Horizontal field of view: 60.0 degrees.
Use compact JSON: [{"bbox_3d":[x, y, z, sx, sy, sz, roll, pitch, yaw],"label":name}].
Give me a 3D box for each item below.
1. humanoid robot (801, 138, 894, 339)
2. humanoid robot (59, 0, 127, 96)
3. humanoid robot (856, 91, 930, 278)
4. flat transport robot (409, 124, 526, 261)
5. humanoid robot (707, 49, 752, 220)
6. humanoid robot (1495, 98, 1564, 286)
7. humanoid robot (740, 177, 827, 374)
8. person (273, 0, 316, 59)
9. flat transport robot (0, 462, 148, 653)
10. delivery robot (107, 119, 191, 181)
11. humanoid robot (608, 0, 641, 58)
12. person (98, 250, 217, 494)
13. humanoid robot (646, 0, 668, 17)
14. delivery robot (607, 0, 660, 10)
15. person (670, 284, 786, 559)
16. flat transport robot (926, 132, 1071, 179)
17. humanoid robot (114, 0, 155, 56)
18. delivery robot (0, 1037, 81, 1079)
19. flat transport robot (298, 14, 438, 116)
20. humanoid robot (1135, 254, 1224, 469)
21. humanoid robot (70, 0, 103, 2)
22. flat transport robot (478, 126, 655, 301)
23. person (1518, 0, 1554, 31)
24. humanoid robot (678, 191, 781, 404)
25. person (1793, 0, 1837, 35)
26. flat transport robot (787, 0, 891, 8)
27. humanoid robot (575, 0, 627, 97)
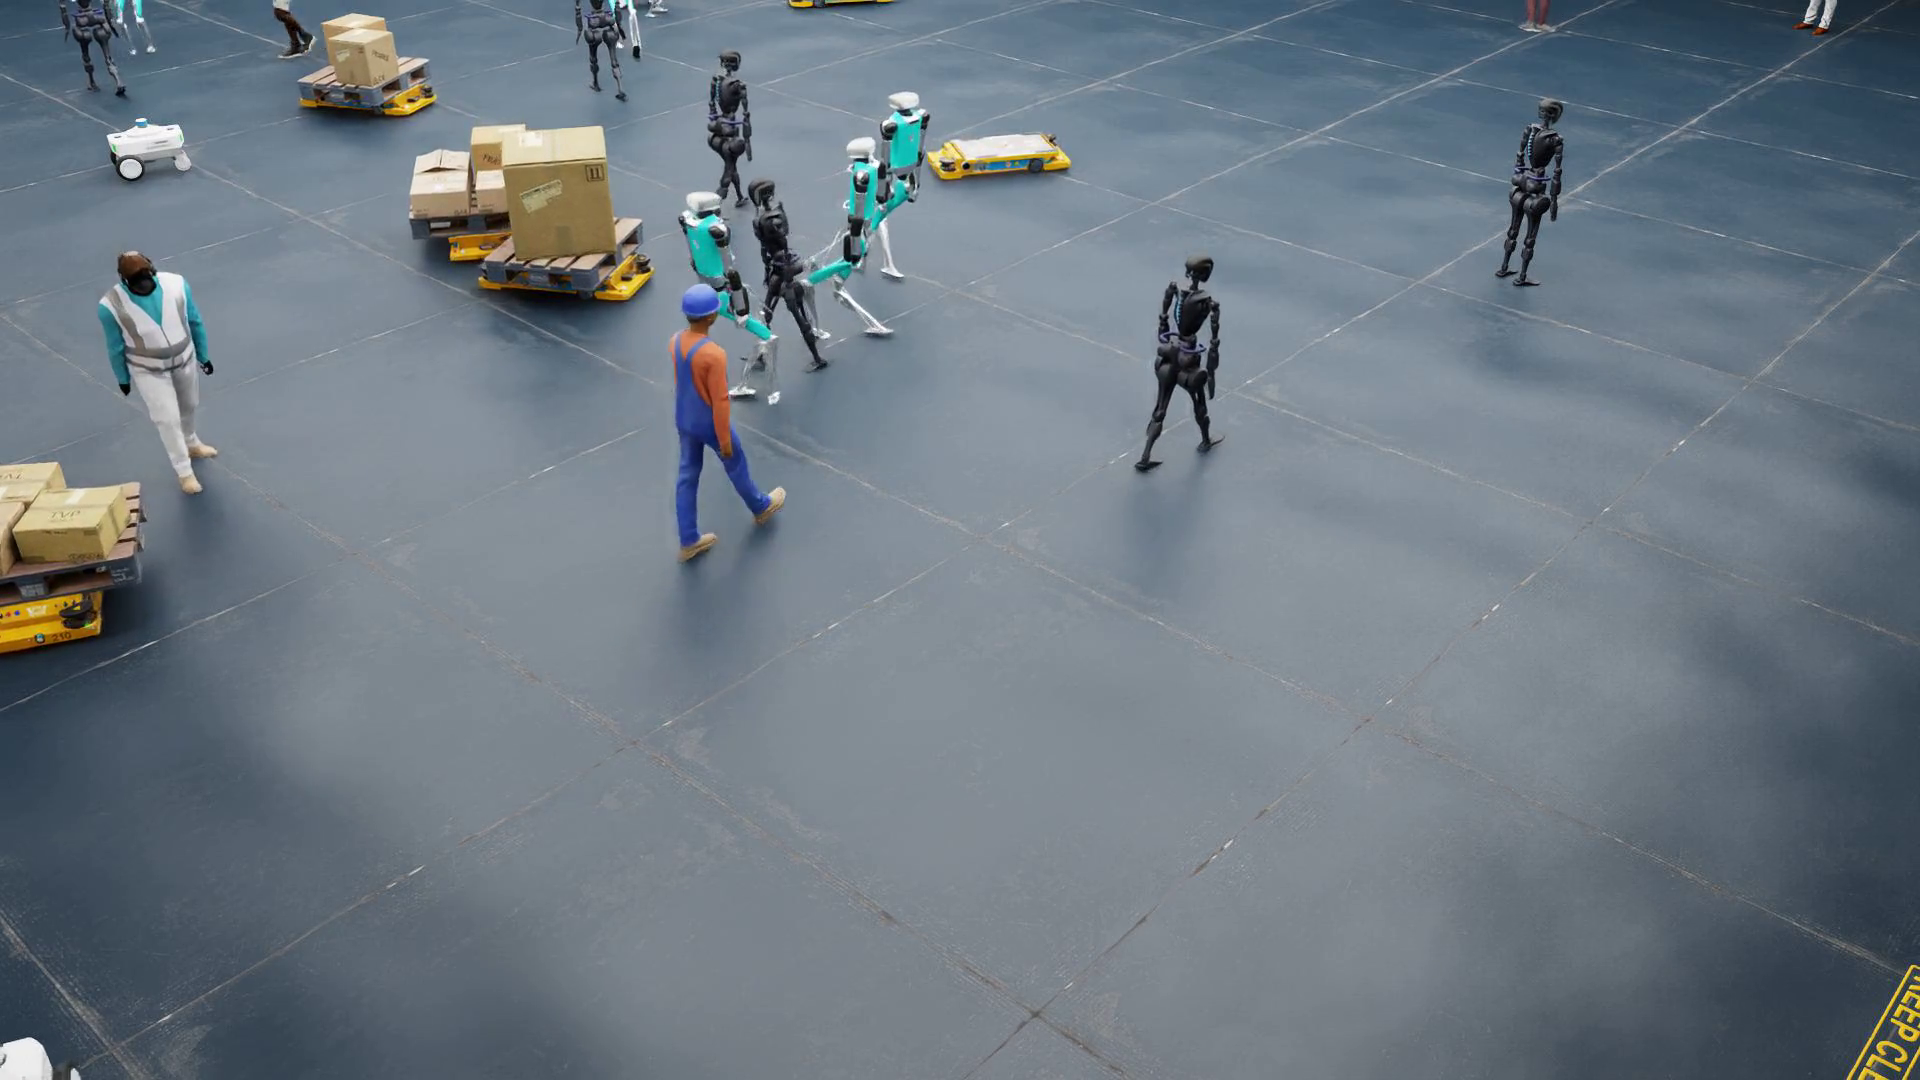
[{"bbox_3d":[-1.031,-2.447,13.731,0.976,1.758,0.535,3,32,4],"label":"humanoid robot"},{"bbox_3d":[-10.290,-6.082,19.662,0.611,1.643,0.740,-27,41,-36],"label":"humanoid robot"},{"bbox_3d":[-0.702,-3.136,14.885,0.863,1.867,0.530,26,40,35],"label":"humanoid robot"},{"bbox_3d":[-4.612,-3.045,16.057,0.659,0.231,1.431,-6,32,-10],"label":"flat transport robot"},{"bbox_3d":[-2.258,-3.964,16.239,0.589,1.620,0.748,24,39,33],"label":"humanoid robot"},{"bbox_3d":[5.106,-3.117,14.829,0.315,1.653,0.599,-11,34,-18],"label":"humanoid robot"},{"bbox_3d":[-1.423,-2.111,13.247,0.653,1.619,0.609,-15,35,-22],"label":"humanoid robot"},{"bbox_3d":[-8.541,-7.002,20.839,0.438,1.946,0.631,-26,40,-35],"label":"person"},{"bbox_3d":[-5.910,0.234,10.777,0.659,0.231,1.431,-11,33,-17],"label":"flat transport robot"},{"bbox_3d":[-8.586,-4.138,17.544,0.774,0.592,0.499,-17,36,-25],"label":"delivery robot"},{"bbox_3d":[-4.297,-7.016,21.078,0.549,1.768,0.943,-12,34,-18],"label":"humanoid robot"},{"bbox_3d":[-5.653,-1.253,11.737,0.694,1.795,0.641,26,40,35],"label":"person"},{"bbox_3d":[-4.128,-8.043,22.689,0.659,1.765,0.537,15,35,22],"label":"humanoid robot"},{"bbox_3d":[-4.666,-7.804,23.465,0.794,0.612,0.499,-11,33,-17],"label":"delivery robot"},{"bbox_3d":[-1.593,-0.831,10.975,0.559,1.865,0.943,22,38,31],"label":"person"},{"bbox_3d":[0.411,-4.097,17.751,1.431,0.231,0.659,-8,33,-13],"label":"flat transport robot"},{"bbox_3d":[-10.593,-7.034,21.084,0.531,1.770,0.714,-5,32,-8],"label":"humanoid robot"},{"bbox_3d":[-3.993,2.456,6.935,0.499,0.602,0.795,-11,34,-18],"label":"delivery robot"},{"bbox_3d":[-6.962,-5.221,19.562,1.431,0.231,0.659,9,33,14],"label":"flat transport robot"},{"bbox_3d":[1.619,-1.311,11.984,0.810,1.623,0.601,-25,40,-34],"label":"humanoid robot"},{"bbox_3d":[-12.496,-8.396,23.324,0.530,1.807,0.796,-19,37,-28],"label":"humanoid robot"},{"bbox_3d":[-3.557,-2.437,15.078,1.431,0.231,0.659,7,32,11],"label":"flat transport robot"},{"bbox_3d":[7.768,-7.695,22.104,0.638,1.791,0.409,7,33,12],"label":"person"},{"bbox_3d":[-1.671,-1.865,12.766,0.800,1.788,0.576,-27,41,-36],"label":"humanoid robot"},{"bbox_3d":[11.505,-7.633,21.966,0.367,1.833,0.503,-13,34,-20],"label":"person"},{"bbox_3d":[-1.756,-7.807,23.725,1.431,0.231,0.659,-8,33,-12],"label":"flat transport robot"},{"bbox_3d":[-4.241,-6.064,19.632,0.609,1.625,0.788,-18,36,-26],"label":"humanoid robot"}]
